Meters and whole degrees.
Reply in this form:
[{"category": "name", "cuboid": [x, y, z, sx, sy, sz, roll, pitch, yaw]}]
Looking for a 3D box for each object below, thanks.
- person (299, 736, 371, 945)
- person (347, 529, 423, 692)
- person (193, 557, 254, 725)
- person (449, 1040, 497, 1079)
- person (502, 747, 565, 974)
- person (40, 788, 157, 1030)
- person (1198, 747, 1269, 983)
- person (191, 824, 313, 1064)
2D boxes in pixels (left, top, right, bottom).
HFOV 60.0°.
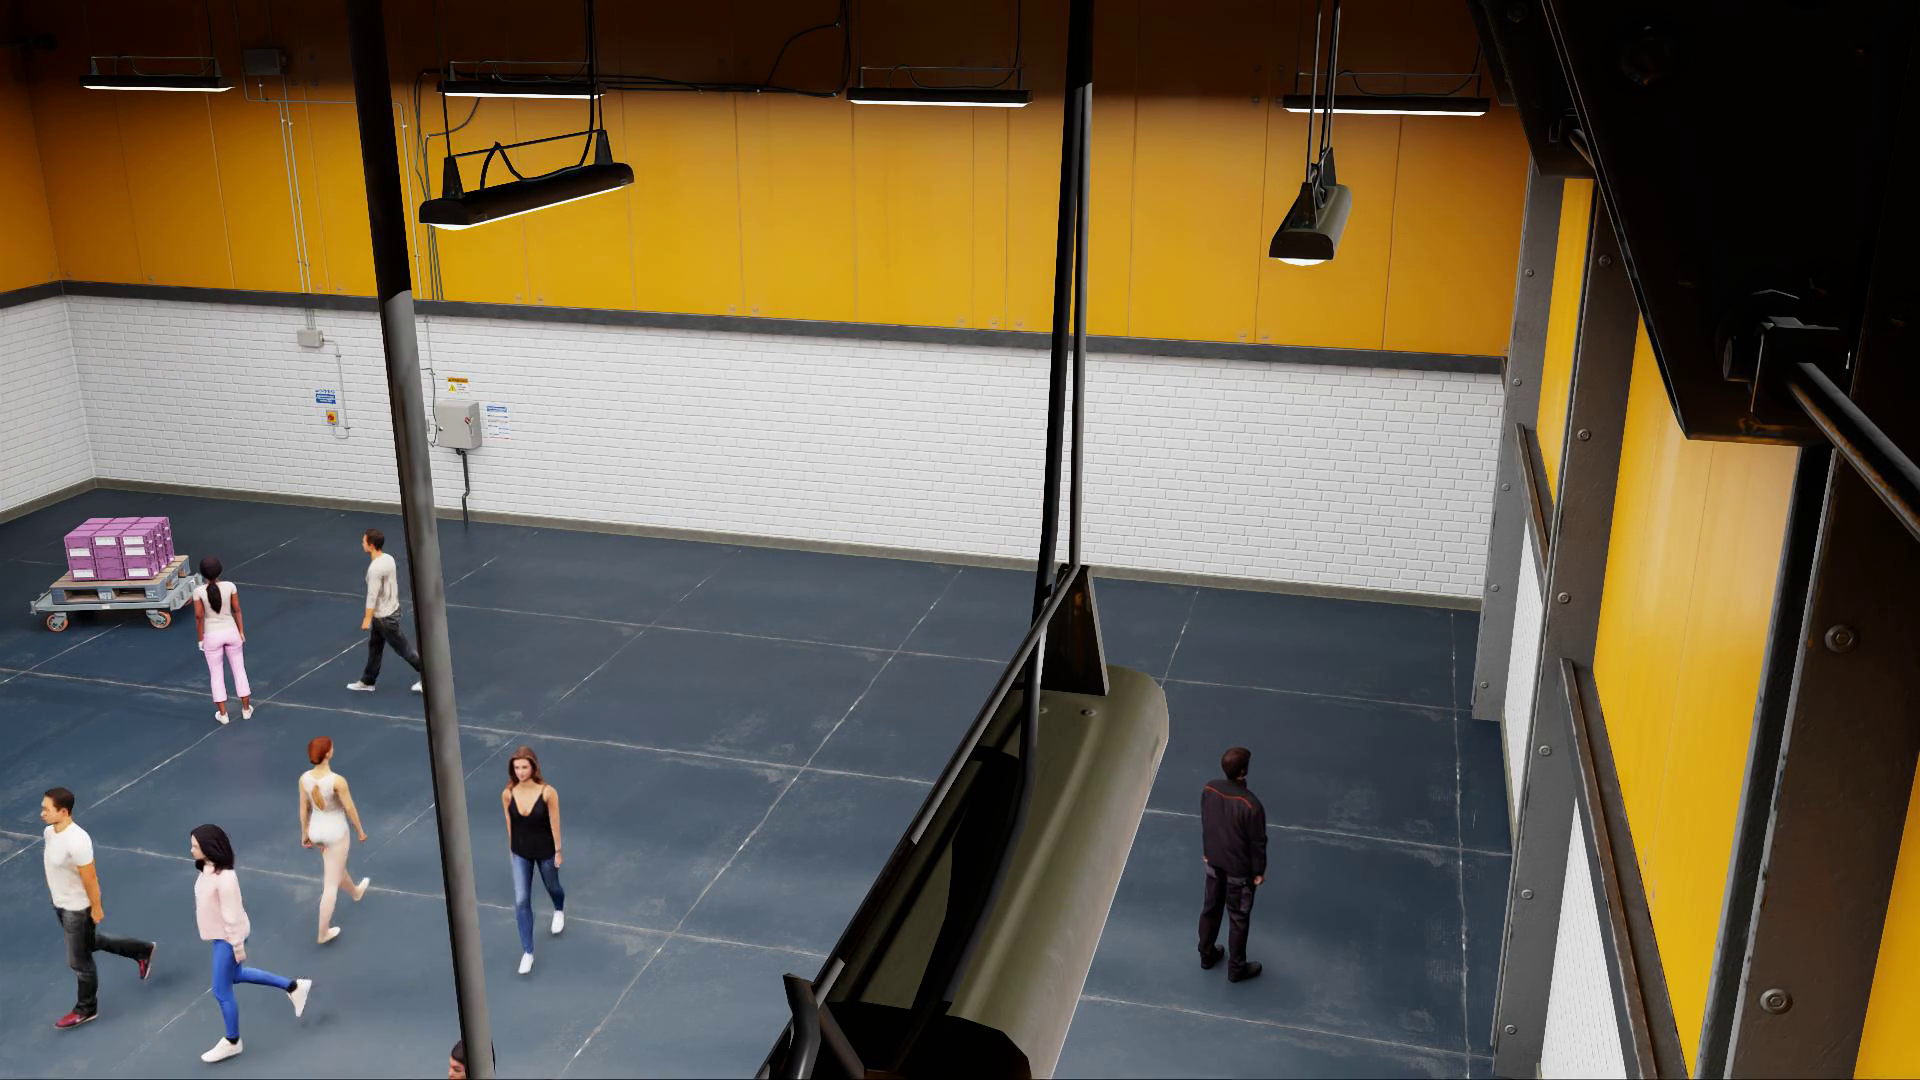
[{"category": "person", "cuboid": [-4.896, 2.334, 12.797, 0.554, 1.597, 1.030, 5, 19, 14]}, {"category": "person", "cuboid": [-5.823, 0.771, 17.170, 1.056, 1.767, 1.200, -3, 19, -9]}, {"category": "person", "cuboid": [-7.368, 0.981, 16.587, 0.650, 1.741, 0.718, -11, 22, -30]}, {"category": "person", "cuboid": [-2.613, 3.488, 9.138, 0.652, 1.744, 0.646, -17, 25, -42]}, {"category": "person", "cuboid": [-3.204, 2.339, 12.643, 0.791, 1.685, 1.133, 0, 19, -1]}, {"category": "person", "cuboid": [-6.194, 2.551, 11.857, 0.921, 1.786, 1.141, 14, 23, 36]}, {"category": "person", "cuboid": [1.999, 2.377, 12.290, 0.783, 1.839, 0.805, -17, 25, -42]}, {"category": "person", "cuboid": [-4.936, 2.713, 11.428, 1.118, 1.751, 1.036, -13, 22, -33]}]
